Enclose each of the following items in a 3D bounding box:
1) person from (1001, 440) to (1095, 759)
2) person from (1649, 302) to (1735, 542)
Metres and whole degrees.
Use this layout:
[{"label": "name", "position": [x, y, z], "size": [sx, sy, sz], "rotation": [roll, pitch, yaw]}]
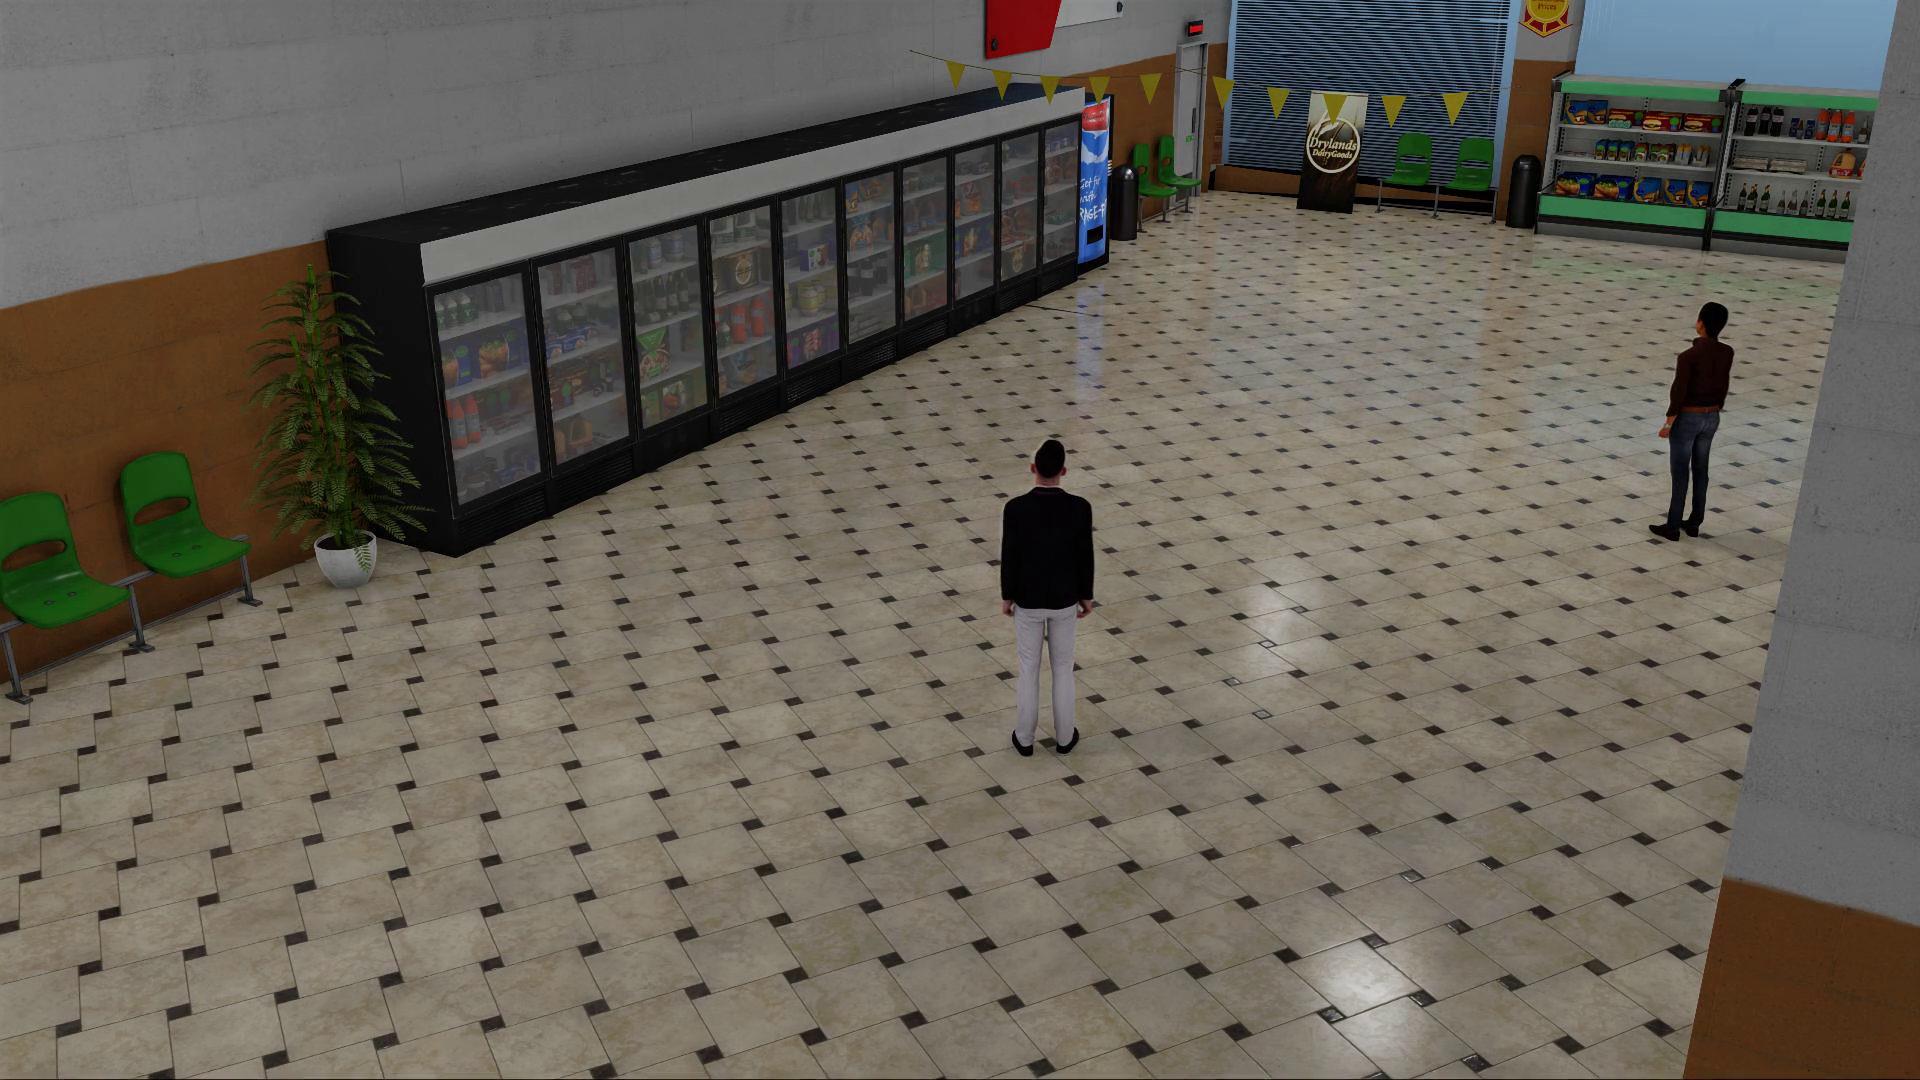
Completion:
[{"label": "person", "position": [0.471, 0.330, 9.121], "size": [0.675, 1.844, 0.805], "rotation": [0, 22, 1]}, {"label": "person", "position": [5.392, -0.865, 12.180], "size": [0.708, 1.782, 0.753], "rotation": [-7, 23, -17]}]
